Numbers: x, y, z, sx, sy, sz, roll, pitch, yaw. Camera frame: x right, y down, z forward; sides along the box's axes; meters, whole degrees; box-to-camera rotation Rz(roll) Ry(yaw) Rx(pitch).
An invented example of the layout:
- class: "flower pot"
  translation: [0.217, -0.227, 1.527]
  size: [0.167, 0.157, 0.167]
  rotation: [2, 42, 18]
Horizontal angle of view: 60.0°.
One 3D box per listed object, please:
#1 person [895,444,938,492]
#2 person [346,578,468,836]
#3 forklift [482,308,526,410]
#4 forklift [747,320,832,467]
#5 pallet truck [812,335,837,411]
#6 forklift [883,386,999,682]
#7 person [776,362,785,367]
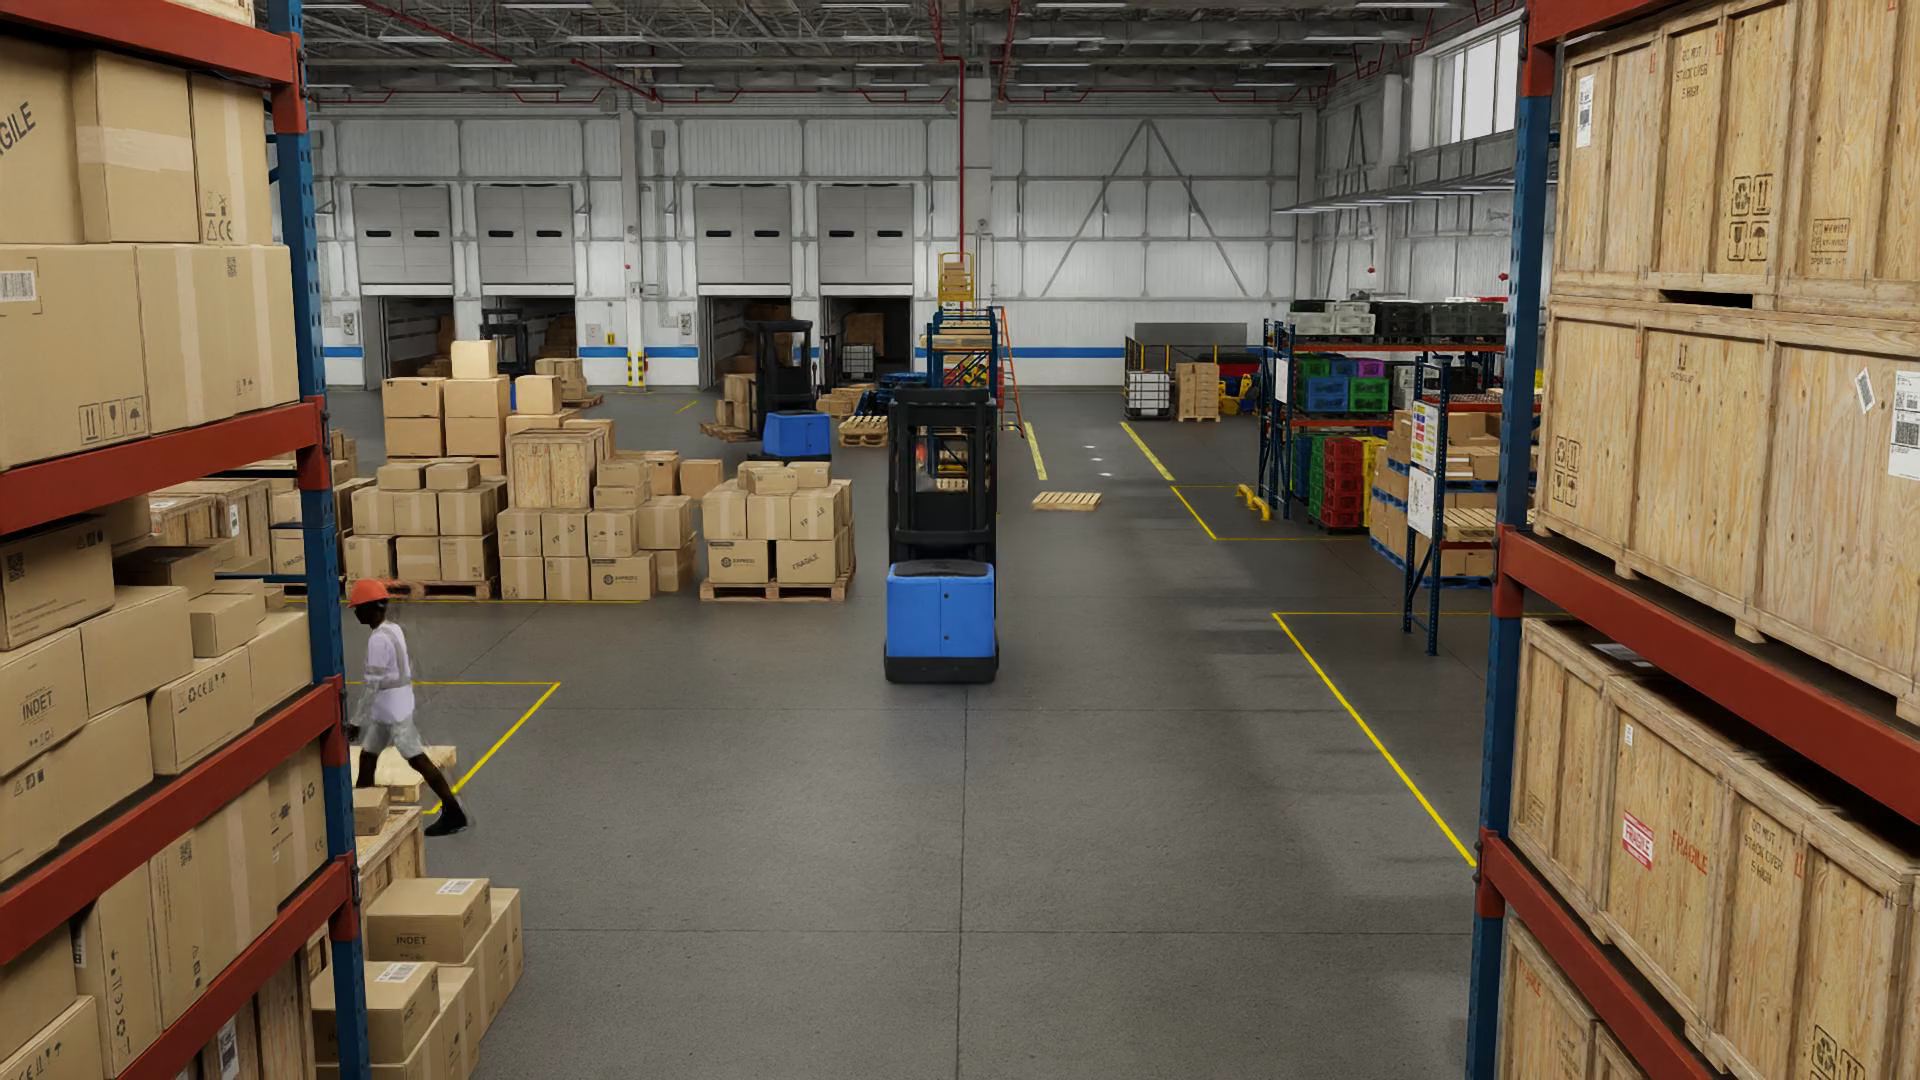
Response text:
- class: "person"
  translation: [-0.497, -0.103, 18.887]
  size: [0.648, 1.979, 0.439]
  rotation: [5, 11, 26]
- class: "person"
  translation: [-4.020, 1.198, 11.735]
  size: [1.044, 1.870, 0.556]
  rotation: [-3, 10, -19]
- class: "forklift"
  translation: [-10.700, -4.063, 39.144]
  size: [1.129, 2.768, 1.873]
  rotation: [-3, 10, -15]
- class: "forklift"
  translation: [-3.285, -2.819, 31.965]
  size: [1.129, 2.768, 1.873]
  rotation: [-5, 11, -25]
- class: "pallet truck"
  translation: [-3.021, -4.312, 43.126]
  size: [1.885, 1.965, 0.823]
  rotation: [3, 10, 17]
- class: "forklift"
  translation: [-0.179, -0.133, 16.472]
  size: [1.129, 2.768, 1.873]
  rotation: [0, 10, 1]
- class: "person"
  translation: [-4.119, -3.206, 37.716]
  size: [0.850, 1.660, 0.535]
  rotation: [-8, 13, -39]
